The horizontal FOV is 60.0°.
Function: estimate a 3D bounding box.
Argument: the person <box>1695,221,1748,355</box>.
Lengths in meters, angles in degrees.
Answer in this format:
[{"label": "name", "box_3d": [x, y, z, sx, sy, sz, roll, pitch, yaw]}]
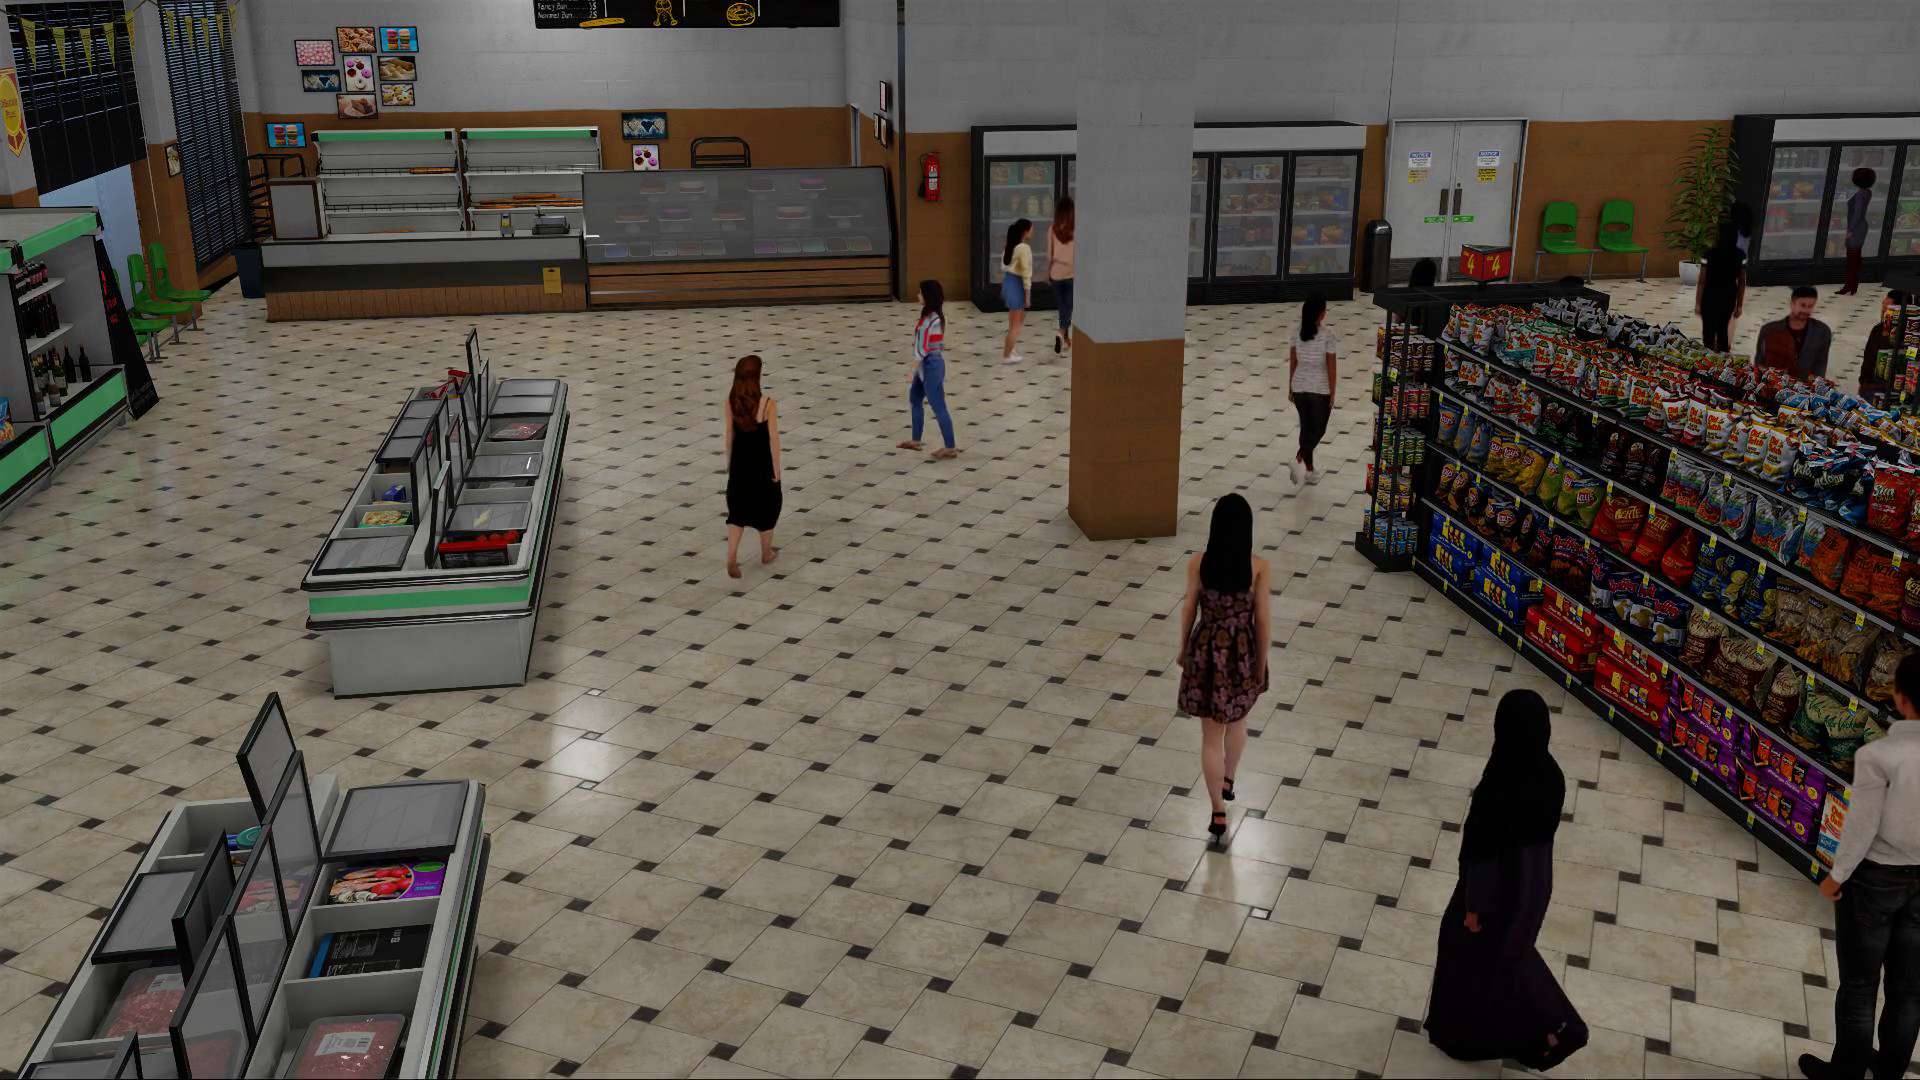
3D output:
[{"label": "person", "box_3d": [8.001, -2.470, 17.521, 0.704, 1.721, 0.743, 4, 19, 10]}]

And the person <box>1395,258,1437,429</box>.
[{"label": "person", "box_3d": [4.173, -1.689, 15.235, 0.845, 1.701, 0.944, 8, 20, 22]}]

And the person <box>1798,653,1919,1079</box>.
[{"label": "person", "box_3d": [3.513, 1.283, 6.256, 0.668, 1.806, 0.550, -2, 19, -7]}]

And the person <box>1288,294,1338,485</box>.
[{"label": "person", "box_3d": [2.929, -1.234, 14.008, 0.967, 1.623, 1.013, 13, 23, 34]}]

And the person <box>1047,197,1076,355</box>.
[{"label": "person", "box_3d": [1.178, -2.978, 18.949, 0.911, 1.770, 1.106, 6, 20, 18]}]

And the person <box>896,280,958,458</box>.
[{"label": "person", "box_3d": [-0.171, -1.508, 14.871, 0.780, 1.590, 0.807, 1, 19, 2]}]

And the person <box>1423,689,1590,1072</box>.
[{"label": "person", "box_3d": [2.148, 1.356, 6.370, 0.814, 1.596, 1.000, -12, 22, -32]}]

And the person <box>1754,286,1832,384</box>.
[{"label": "person", "box_3d": [6.617, -1.127, 13.325, 0.816, 1.857, 0.822, 8, 20, 22]}]

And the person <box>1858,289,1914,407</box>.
[{"label": "person", "box_3d": [7.606, -1.175, 13.608, 0.773, 1.765, 0.810, -1, 19, -3]}]

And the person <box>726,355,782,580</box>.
[{"label": "person", "box_3d": [-1.518, -0.497, 11.866, 0.821, 1.595, 1.083, 4, 19, 12]}]

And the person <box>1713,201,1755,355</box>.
[{"label": "person", "box_3d": [8.753, -2.907, 18.752, 0.663, 1.762, 0.659, -7, 20, -20]}]

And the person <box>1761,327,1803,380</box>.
[{"label": "person", "box_3d": [5.922, -0.640, 12.004, 0.744, 1.778, 0.952, -8, 20, -23]}]

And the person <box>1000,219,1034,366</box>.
[{"label": "person", "box_3d": [0.542, -2.753, 18.528, 0.786, 1.612, 0.652, -10, 21, -28]}]

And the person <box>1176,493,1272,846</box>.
[{"label": "person", "box_3d": [1.297, 0.665, 8.174, 0.751, 1.752, 0.880, 2, 19, 5]}]

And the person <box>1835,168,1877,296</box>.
[{"label": "person", "box_3d": [12.256, -4.216, 22.715, 0.659, 1.710, 0.681, -18, 25, -42]}]
